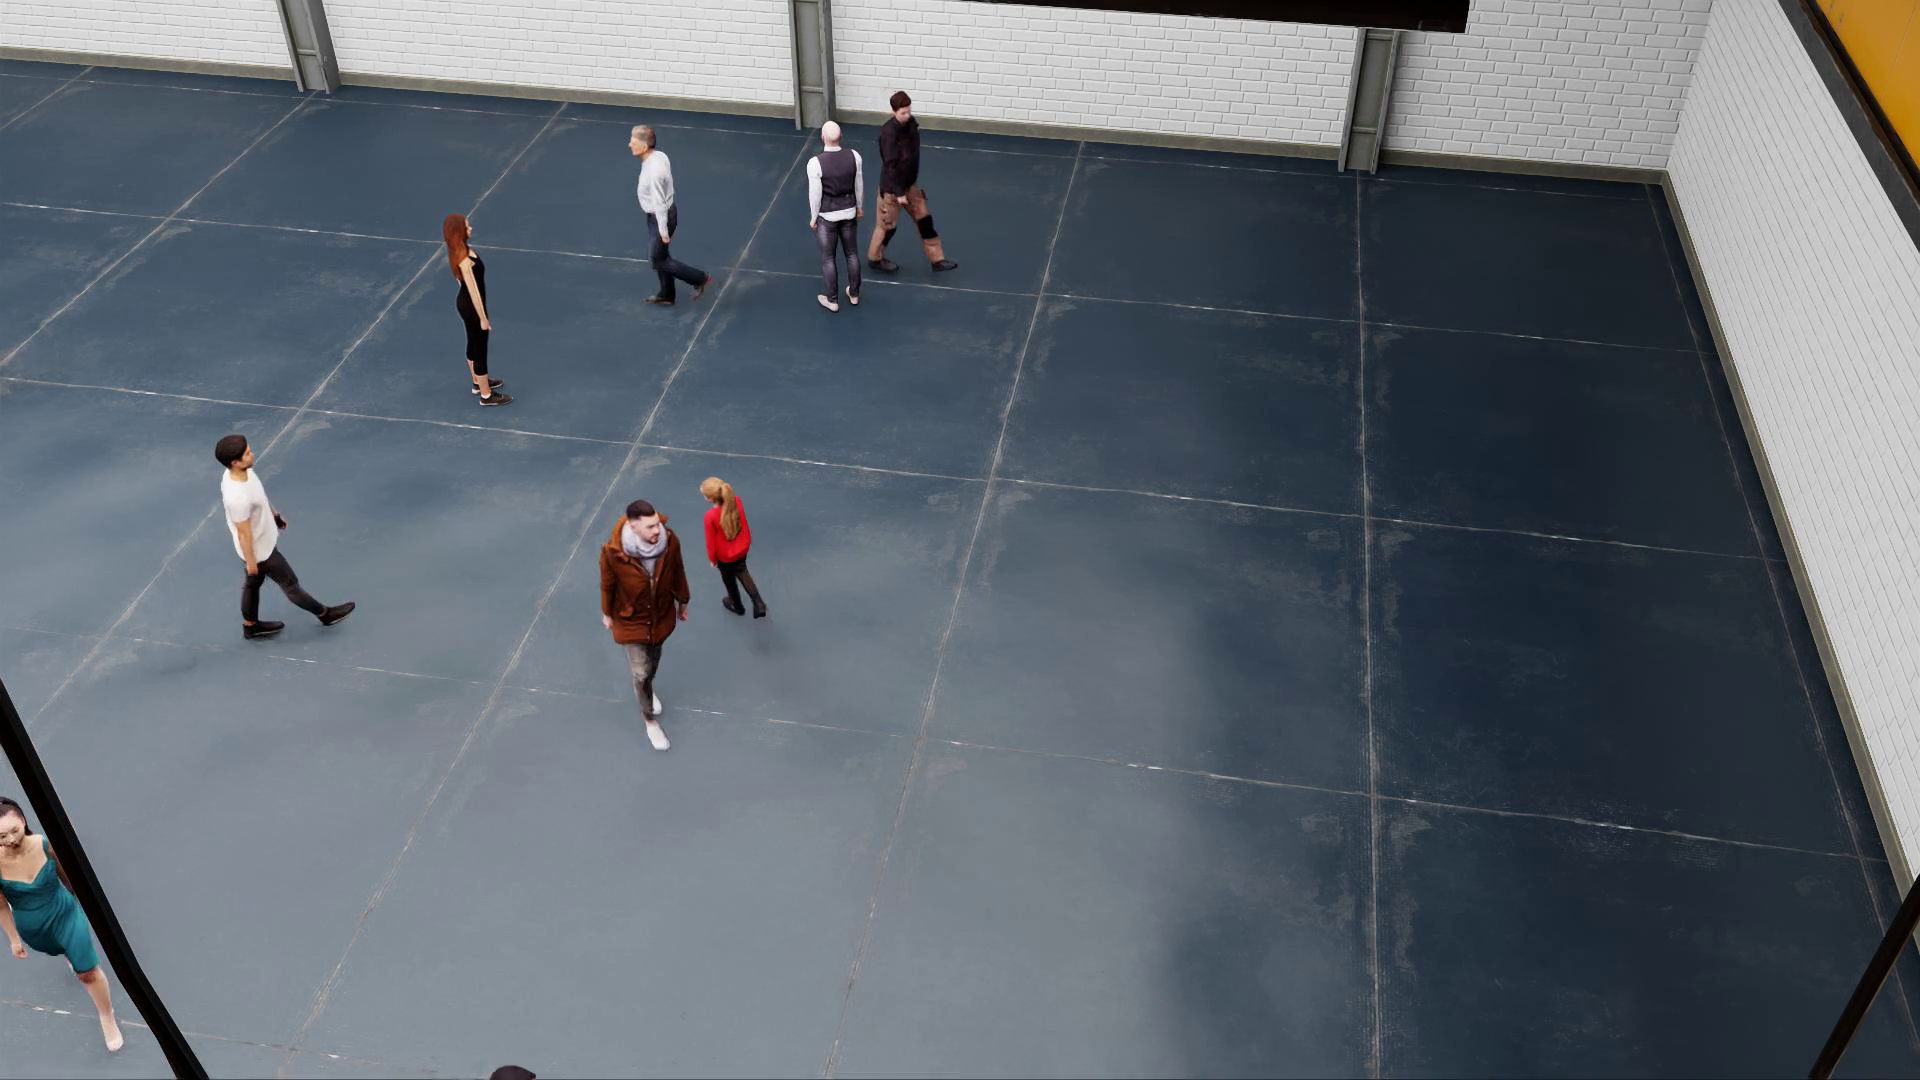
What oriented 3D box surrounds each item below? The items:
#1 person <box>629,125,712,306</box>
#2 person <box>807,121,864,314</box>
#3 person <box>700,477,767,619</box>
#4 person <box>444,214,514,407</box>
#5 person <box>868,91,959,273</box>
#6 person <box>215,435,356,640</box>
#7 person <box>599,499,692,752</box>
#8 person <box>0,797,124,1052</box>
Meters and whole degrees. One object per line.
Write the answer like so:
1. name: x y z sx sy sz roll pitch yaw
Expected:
1. person: -2.639 -2.920 15.107 0.967 1.803 0.792 -3 39 -4
2. person: -1.127 -2.945 15.121 0.757 1.823 0.842 -19 42 -22
3. person: -1.590 0.097 11.764 0.722 1.261 0.808 -28 46 -30
4. person: -4.092 -1.944 13.947 0.686 1.726 0.653 -17 42 -21
5. person: -0.648 -3.305 15.541 1.245 1.864 1.007 20 43 23
6. person: -4.958 0.027 11.510 1.131 1.687 0.989 -15 41 -18
7. person: -2.109 0.443 10.895 1.001 1.804 1.061 -22 44 -25
8. person: -4.974 2.022 9.043 1.022 1.647 1.030 -20 43 -23
